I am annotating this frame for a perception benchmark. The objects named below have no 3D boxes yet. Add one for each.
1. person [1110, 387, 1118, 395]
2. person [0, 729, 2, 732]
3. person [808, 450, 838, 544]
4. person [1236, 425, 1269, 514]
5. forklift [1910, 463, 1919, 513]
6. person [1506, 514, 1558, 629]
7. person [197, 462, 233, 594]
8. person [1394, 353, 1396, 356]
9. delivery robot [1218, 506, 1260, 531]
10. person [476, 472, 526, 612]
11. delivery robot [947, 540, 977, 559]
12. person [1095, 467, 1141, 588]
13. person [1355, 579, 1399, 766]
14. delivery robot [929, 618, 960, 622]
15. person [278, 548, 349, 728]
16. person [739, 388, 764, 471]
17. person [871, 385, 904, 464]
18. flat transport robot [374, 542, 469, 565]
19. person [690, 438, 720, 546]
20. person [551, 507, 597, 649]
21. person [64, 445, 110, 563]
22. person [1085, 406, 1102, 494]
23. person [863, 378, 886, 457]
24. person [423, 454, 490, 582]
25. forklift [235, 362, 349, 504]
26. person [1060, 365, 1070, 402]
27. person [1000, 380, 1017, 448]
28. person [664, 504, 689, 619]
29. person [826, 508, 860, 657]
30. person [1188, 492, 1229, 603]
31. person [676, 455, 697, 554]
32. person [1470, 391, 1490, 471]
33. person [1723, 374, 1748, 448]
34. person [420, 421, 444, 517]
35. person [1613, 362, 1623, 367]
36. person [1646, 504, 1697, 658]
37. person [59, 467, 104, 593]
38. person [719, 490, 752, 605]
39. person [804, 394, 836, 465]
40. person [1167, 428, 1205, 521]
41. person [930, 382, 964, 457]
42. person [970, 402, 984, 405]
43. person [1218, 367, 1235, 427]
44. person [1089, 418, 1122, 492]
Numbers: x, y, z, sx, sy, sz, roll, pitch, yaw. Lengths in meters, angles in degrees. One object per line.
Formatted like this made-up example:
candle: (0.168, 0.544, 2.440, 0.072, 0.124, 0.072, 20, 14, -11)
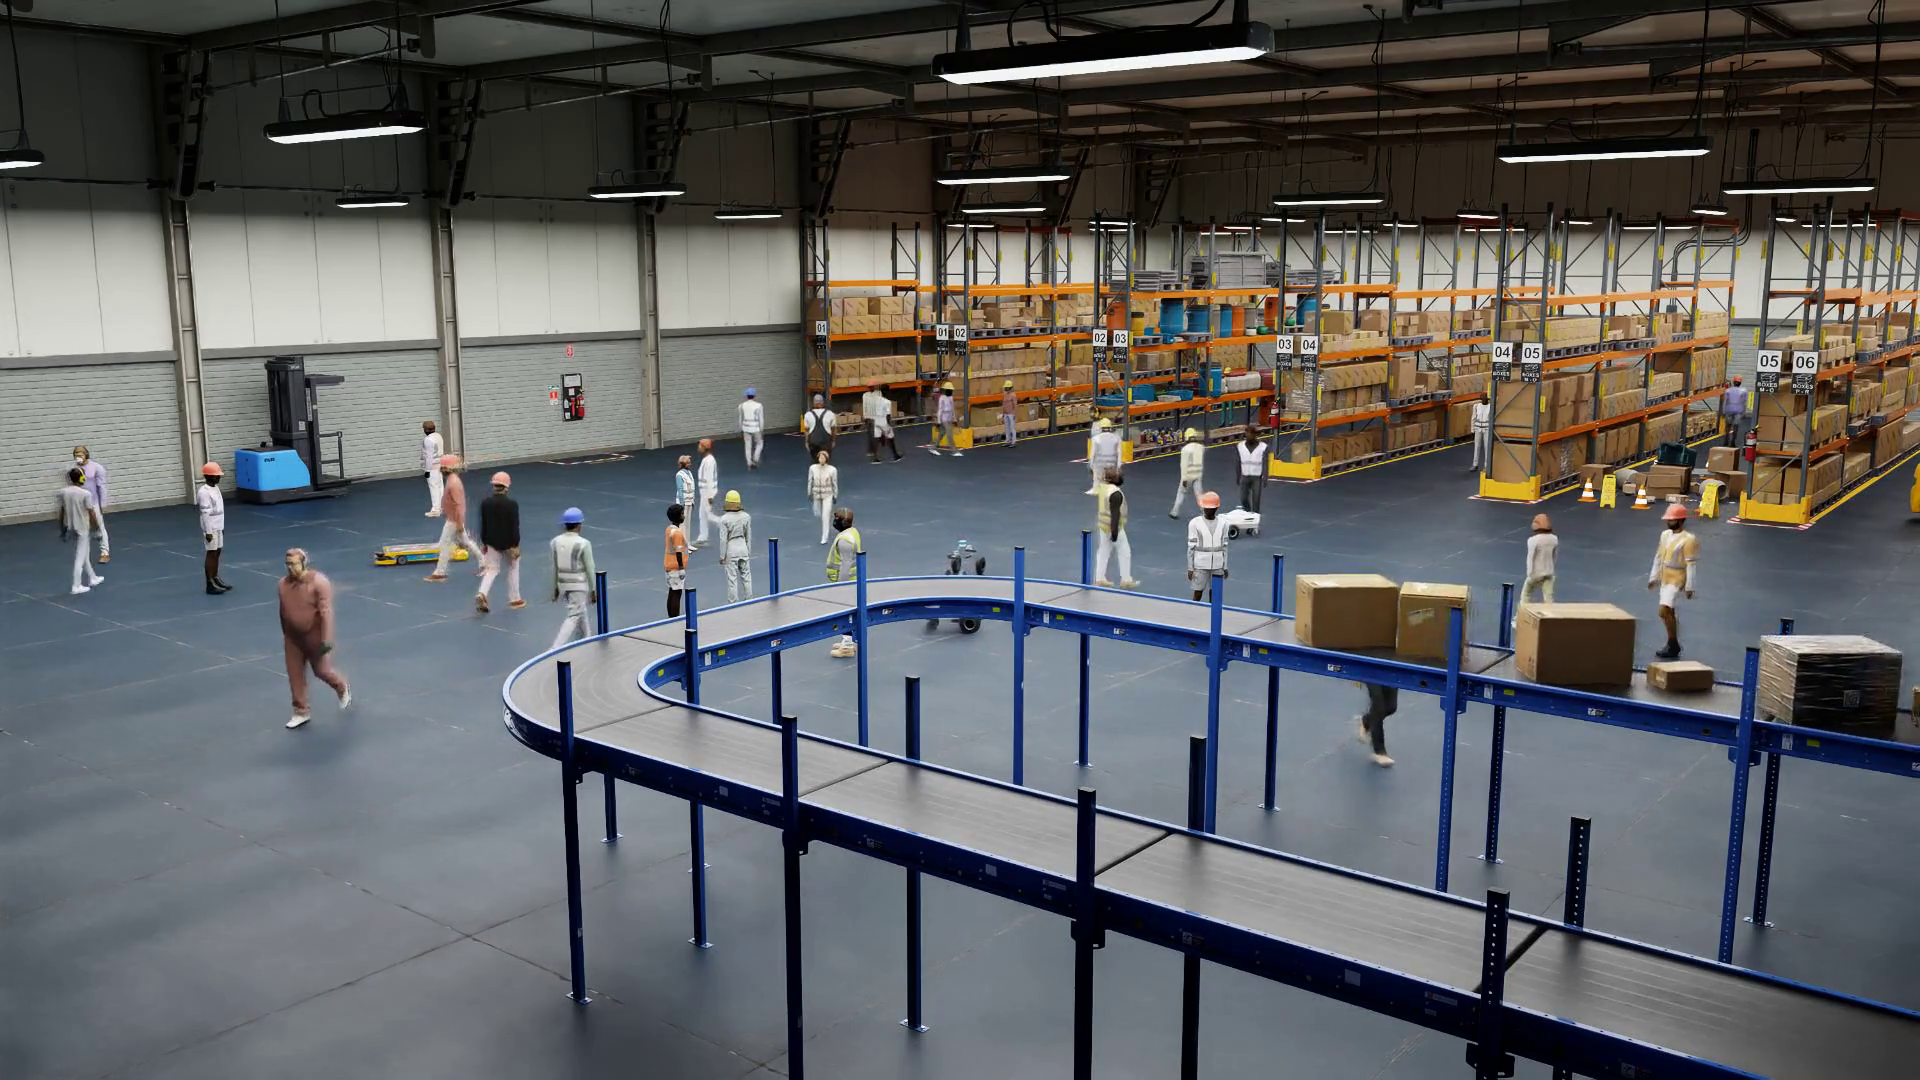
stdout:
person: (5.102, -5.173, 51.882, 0.332, 1.672, 0.597, -1, 10, -4)
person: (-10.122, 1.275, 15.724, 0.541, 1.606, 0.758, 9, 14, 42)
person: (-2.366, -0.774, 27.263, 0.523, 1.614, 0.634, 3, 10, 16)
person: (5.345, -1.162, 28.652, 0.608, 1.897, 0.449, 4, 11, 21)
forklift: (19.034, -1.348, 28.998, 2.313, 2.155, 1.214, 8, 13, 37)
person: (7.527, 0.447, 20.461, 0.513, 1.593, 0.839, -4, 11, -20)
person: (-10.987, -0.191, 23.085, 0.375, 1.935, 0.551, -1, 10, -6)
person: (14.889, -5.657, 54.080, 0.317, 1.860, 0.509, 5, 11, 24)
delivery robot: (4.955, -0.362, 27.780, 0.707, 0.478, 0.477, -3, 11, -15)
person: (-6.427, 0.036, 21.771, 0.621, 1.961, 0.864, 3, 10, 16)
delivery robot: (0.042, 0.126, 24.319, 0.335, 0.223, 0.698, 4, 11, 23)
person: (2.383, -0.178, 23.352, 0.798, 1.811, 0.660, -3, 10, -14)
person: (4.066, 1.254, 15.292, 0.502, 1.828, 0.634, -4, 11, -20)
delivery robot: (-0.088, 0.884, 20.782, 0.707, 0.478, 0.477, 1, 10, 5)
person: (-6.893, 0.994, 16.575, 0.658, 1.885, 0.760, 2, 10, 13)
person: (-4.859, -2.606, 36.688, 0.642, 1.929, 0.538, 3, 10, 15)
person: (-1.800, -2.809, 37.878, 0.630, 1.909, 0.988, 10, 14, 44)
flat transport robot: (-8.837, 0.209, 25.645, 1.431, 0.197, 0.652, -4, 11, -23)
person: (-4.290, -0.817, 26.795, 0.668, 1.868, 0.600, -2, 10, -13)
person: (-4.701, 0.555, 18.960, 0.617, 1.911, 0.977, 7, 12, 34)
person: (-14.100, -0.573, 25.277, 0.626, 1.930, 0.376, -1, 10, -4)
person: (2.911, -1.890, 32.902, 0.530, 1.857, 0.514, -3, 10, -15)
person: (-2.135, -3.106, 39.399, 0.637, 1.968, 0.712, 4, 11, 19)
person: (-7.702, -0.353, 23.977, 1.003, 1.957, 0.629, -3, 11, -18)
forklift: (-13.803, -2.244, 32.110, 1.129, 2.768, 1.873, 8, 13, 37)
person: (3.367, -4.811, 50.051, 0.841, 1.593, 0.514, -5, 11, -28)
person: (1.294, -3.313, 41.148, 0.329, 1.765, 0.526, -7, 12, -36)
person: (-3.733, 0.366, 20.627, 0.321, 1.697, 0.530, -4, 11, -22)
person: (-1.442, 0.511, 19.397, 0.429, 1.846, 0.633, 1, 10, 3)
person: (3.209, 0.328, 20.171, 0.551, 1.932, 0.367, -2, 10, -10)
person: (-4.608, -0.606, 26.257, 0.309, 1.641, 0.514, 2, 10, 9)
person: (12.176, -2.532, 36.414, 0.584, 1.882, 0.345, 7, 12, 35)
person: (20.369, -3.384, 41.119, 0.555, 1.919, 0.579, 7, 13, 36)
person: (-10.126, -1.373, 30.022, 0.430, 1.841, 0.624, 1, 10, 4)
person: (19.019, -4.134, 45.070, 0.773, 2.026, 0.616, -5, 11, -24)
person: (8.707, 0.503, 19.224, 0.488, 1.921, 0.554, -1, 10, -6)
person: (-12.999, -0.171, 23.257, 0.574, 1.832, 0.870, 2, 10, 12)
person: (-3.100, 0.182, 21.530, 0.485, 1.744, 0.308, -8, 13, -37)
person: (-3.054, -2.174, 34.075, 0.690, 2.000, 0.824, -1, 10, -4)
person: (4.337, -1.204, 29.266, 0.610, 1.773, 0.942, -8, 13, -36)
person: (-0.363, -3.037, 39.304, 1.006, 1.878, 0.609, 4, 11, 23)
person: (0.453, -3.840, 43.964, 0.606, 1.814, 0.649, 7, 12, 34)
person: (7.903, -4.214, 46.210, 0.523, 1.769, 0.314, 7, 12, 34)
person: (2.839, -1.501, 30.786, 0.620, 1.815, 0.610, -1, 10, -7)
